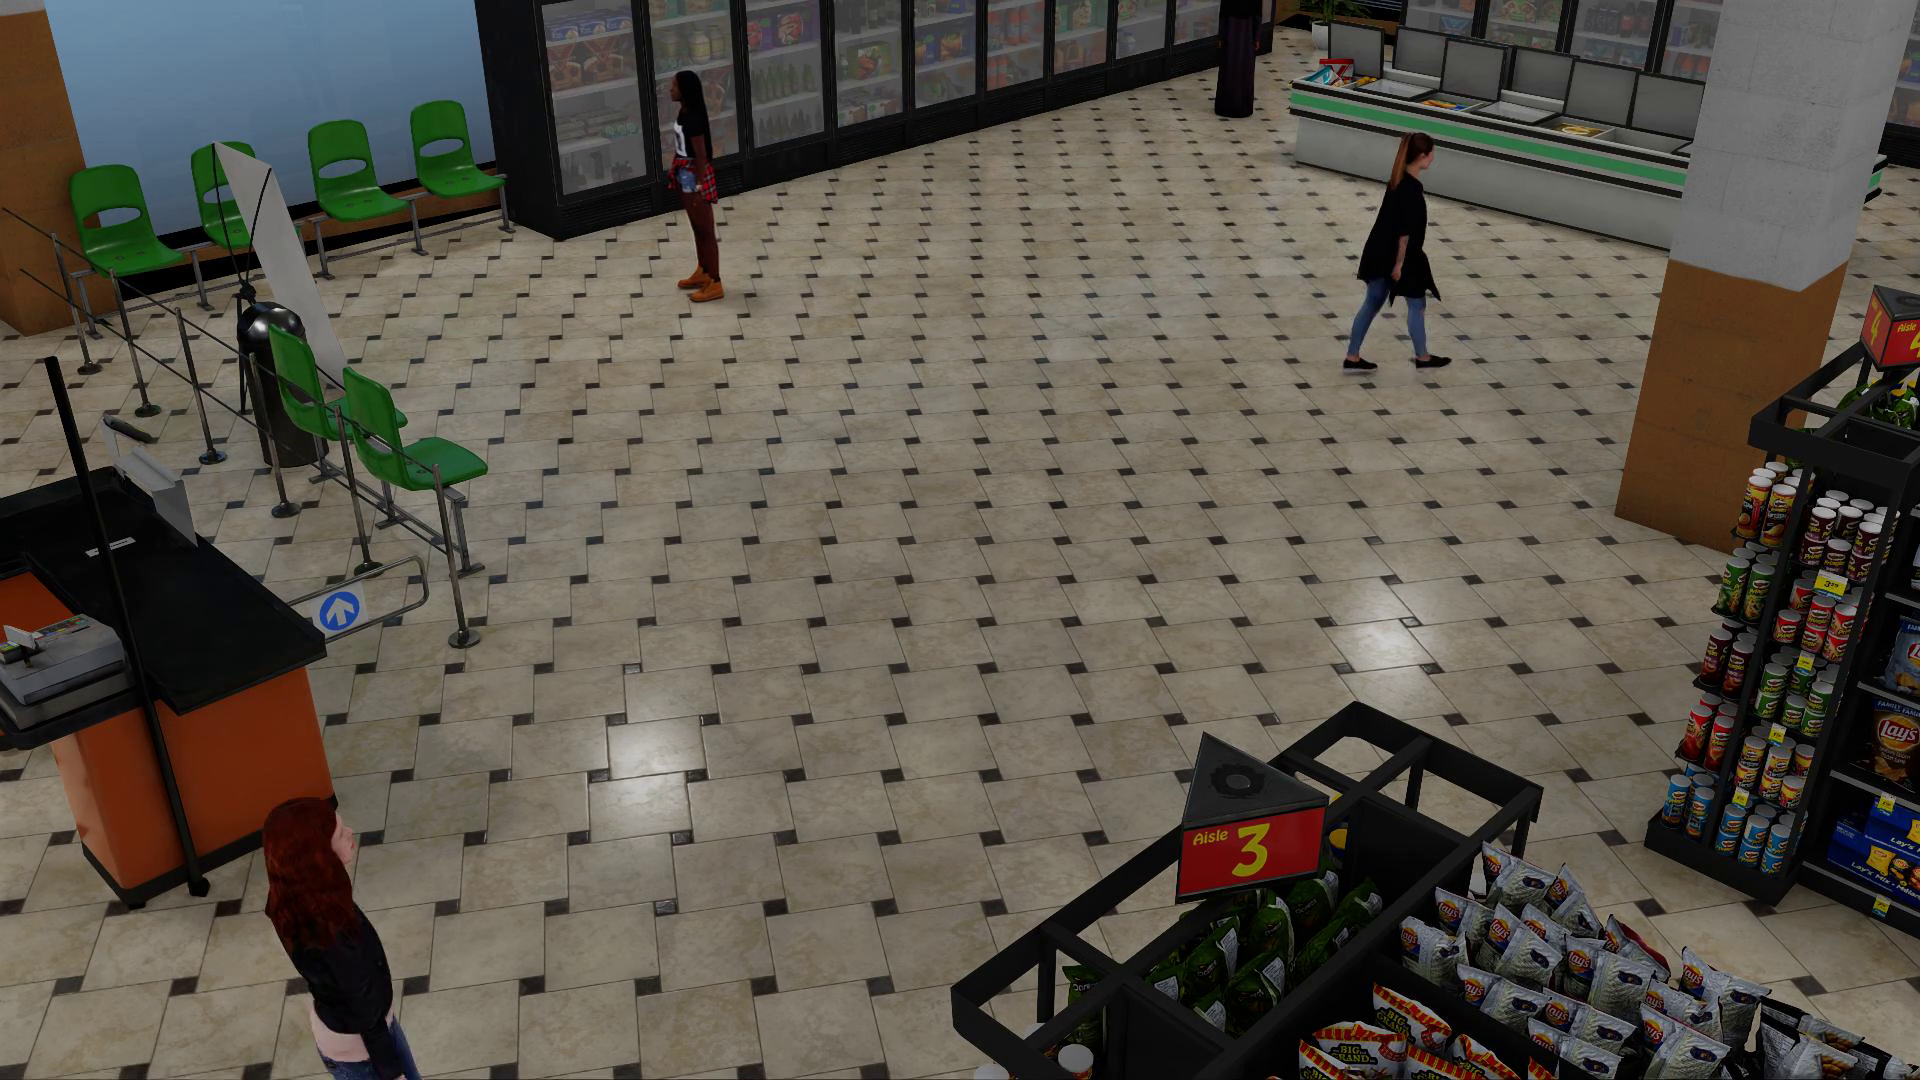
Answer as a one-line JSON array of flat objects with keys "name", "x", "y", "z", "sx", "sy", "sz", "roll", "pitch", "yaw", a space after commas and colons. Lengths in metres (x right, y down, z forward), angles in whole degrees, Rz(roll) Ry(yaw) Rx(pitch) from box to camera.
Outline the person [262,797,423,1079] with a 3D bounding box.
[{"name": "person", "x": -1.805, "y": 1.520, "z": 4.806, "sx": 0.810, "sy": 1.774, "sz": 1.030, "roll": -16, "pitch": 33, "yaw": -27}]

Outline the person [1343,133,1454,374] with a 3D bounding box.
[{"name": "person", "x": 2.821, "y": -1.878, "z": 11.151, "sx": 1.028, "sy": 1.659, "sz": 1.005, "roll": -1, "pitch": 29, "yaw": -1}]

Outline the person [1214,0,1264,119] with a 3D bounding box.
[{"name": "person", "x": 2.909, "y": -5.256, "z": 17.384, "sx": 0.673, "sy": 1.615, "sz": 0.765, "roll": 8, "pitch": 30, "yaw": 14}]

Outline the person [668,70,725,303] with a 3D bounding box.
[{"name": "person", "x": -1.988, "y": -2.675, "z": 12.538, "sx": 0.773, "sy": 1.727, "sz": 0.669, "roll": -10, "pitch": 30, "yaw": -17}]
